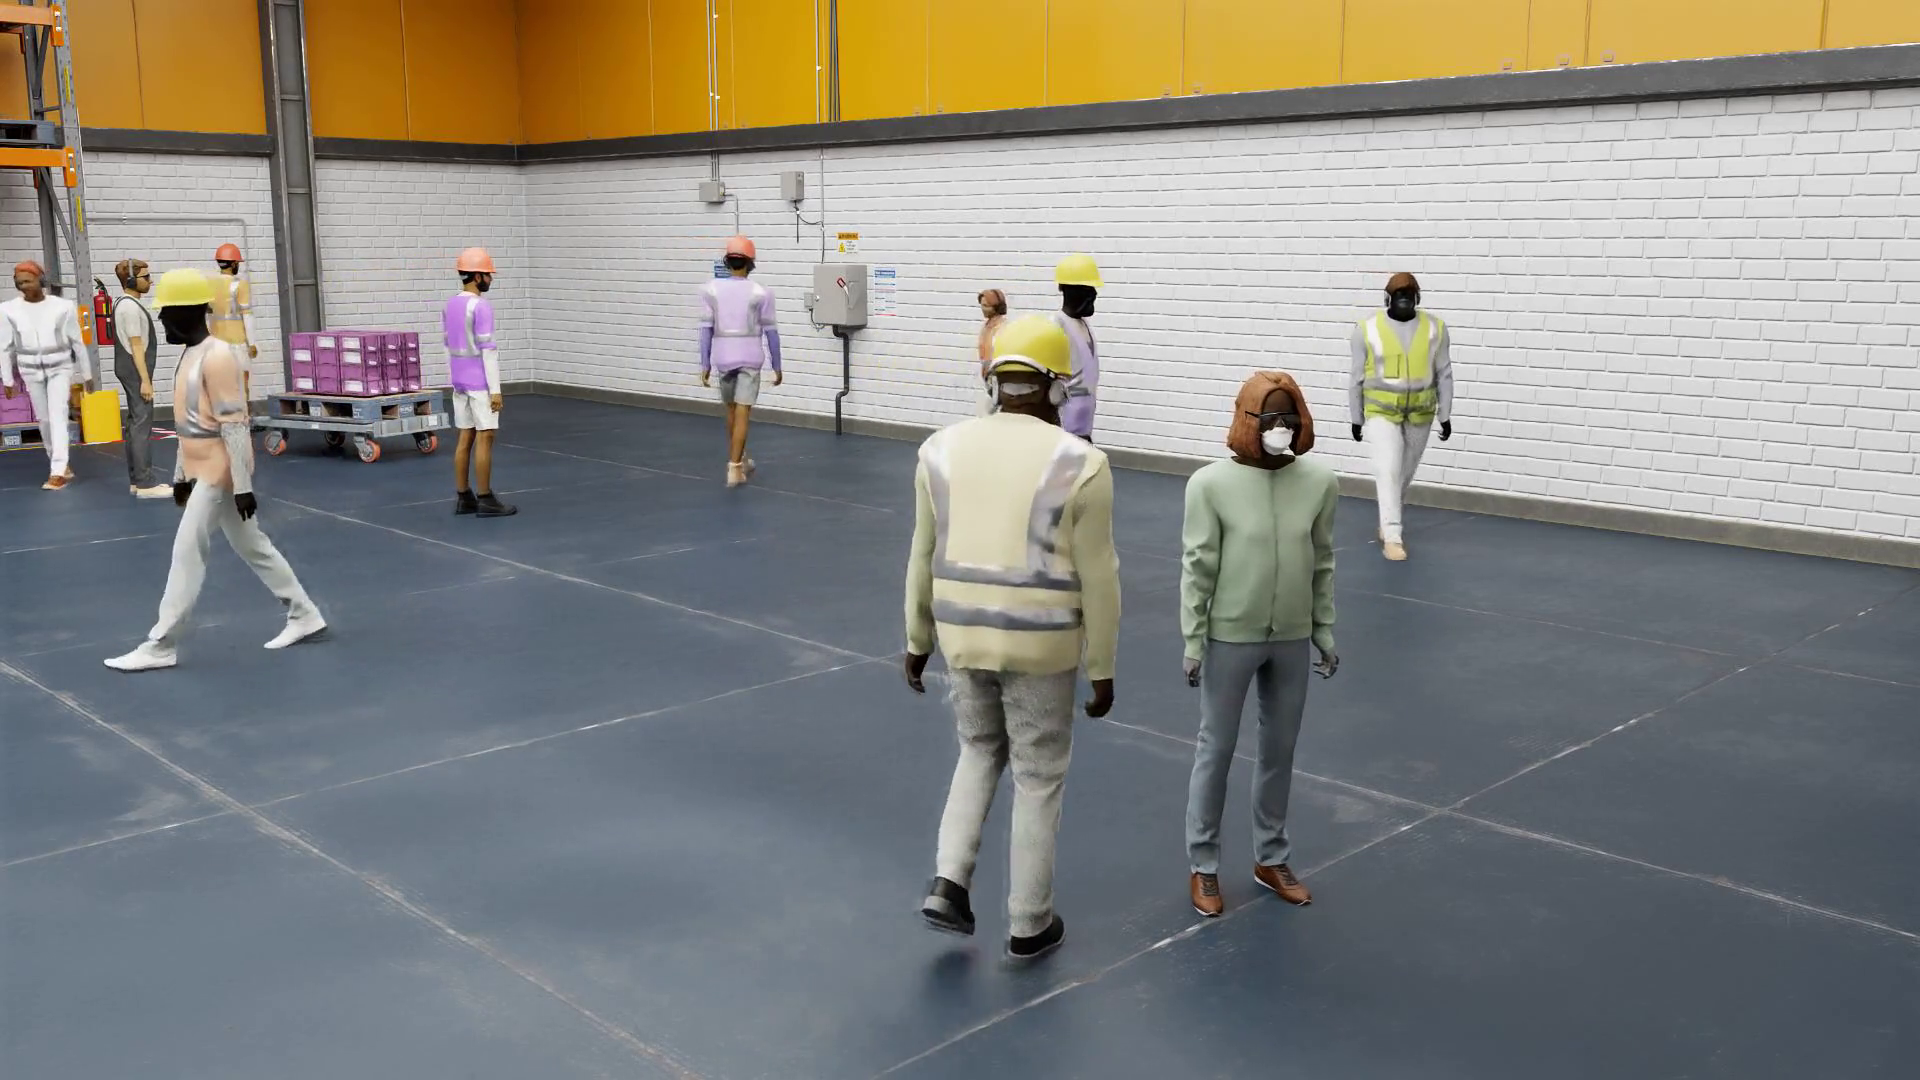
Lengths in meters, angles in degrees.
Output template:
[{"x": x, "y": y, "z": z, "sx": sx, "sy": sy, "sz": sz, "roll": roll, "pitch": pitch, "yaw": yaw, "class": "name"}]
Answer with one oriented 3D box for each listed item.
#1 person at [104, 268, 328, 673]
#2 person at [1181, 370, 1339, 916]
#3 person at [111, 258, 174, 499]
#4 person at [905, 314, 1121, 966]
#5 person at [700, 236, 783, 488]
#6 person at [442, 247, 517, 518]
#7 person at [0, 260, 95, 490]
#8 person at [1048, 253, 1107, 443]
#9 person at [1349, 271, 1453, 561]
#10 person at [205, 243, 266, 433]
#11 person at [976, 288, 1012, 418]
[{"x": -3.540, "y": -0.344, "z": 7.889, "sx": 1.012, "sy": 1.878, "sz": 0.612, "roll": -7, "pitch": 12, "yaw": -34, "class": "person"}, {"x": 0.896, "y": 0.308, "z": 4.976, "sx": 0.507, "sy": 1.632, "sz": 0.268, "roll": -3, "pitch": 11, "yaw": -16, "class": "person"}, {"x": -6.337, "y": -1.244, "z": 12.862, "sx": 0.346, "sy": 1.847, "sz": 0.505, "roll": -7, "pitch": 13, "yaw": -34, "class": "person"}, {"x": 0.150, "y": 0.283, "z": 4.635, "sx": 0.647, "sy": 1.809, "sz": 0.471, "roll": 5, "pitch": 12, "yaw": 27, "class": "person"}, {"x": -1.753, "y": -1.462, "z": 13.613, "sx": 0.628, "sy": 2.001, "sz": 0.949, "roll": 2, "pitch": 11, "yaw": 11, "class": "person"}, {"x": -3.468, "y": -1.131, "z": 11.996, "sx": 0.551, "sy": 1.934, "sz": 0.373, "roll": 9, "pitch": 14, "yaw": 41, "class": "person"}, {"x": -7.419, "y": -1.355, "z": 13.529, "sx": 0.640, "sy": 1.839, "sz": 0.957, "roll": -3, "pitch": 11, "yaw": -18, "class": "person"}, {"x": 0.626, "y": -0.628, "z": 9.280, "sx": 0.382, "sy": 1.924, "sz": 0.594, "roll": 4, "pitch": 11, "yaw": 22, "class": "person"}, {"x": 2.818, "y": -0.825, "z": 10.710, "sx": 0.627, "sy": 1.807, "sz": 0.952, "roll": 0, "pitch": 10, "yaw": 0, "class": "person"}, {"x": -7.463, "y": -2.064, "z": 17.082, "sx": 0.552, "sy": 1.935, "sz": 0.374, "roll": 3, "pitch": 11, "yaw": 14, "class": "person"}, {"x": 0.389, "y": -1.269, "z": 13.681, "sx": 0.809, "sy": 1.598, "sz": 0.557, "roll": -5, "pitch": 12, "yaw": -27, "class": "person"}]
